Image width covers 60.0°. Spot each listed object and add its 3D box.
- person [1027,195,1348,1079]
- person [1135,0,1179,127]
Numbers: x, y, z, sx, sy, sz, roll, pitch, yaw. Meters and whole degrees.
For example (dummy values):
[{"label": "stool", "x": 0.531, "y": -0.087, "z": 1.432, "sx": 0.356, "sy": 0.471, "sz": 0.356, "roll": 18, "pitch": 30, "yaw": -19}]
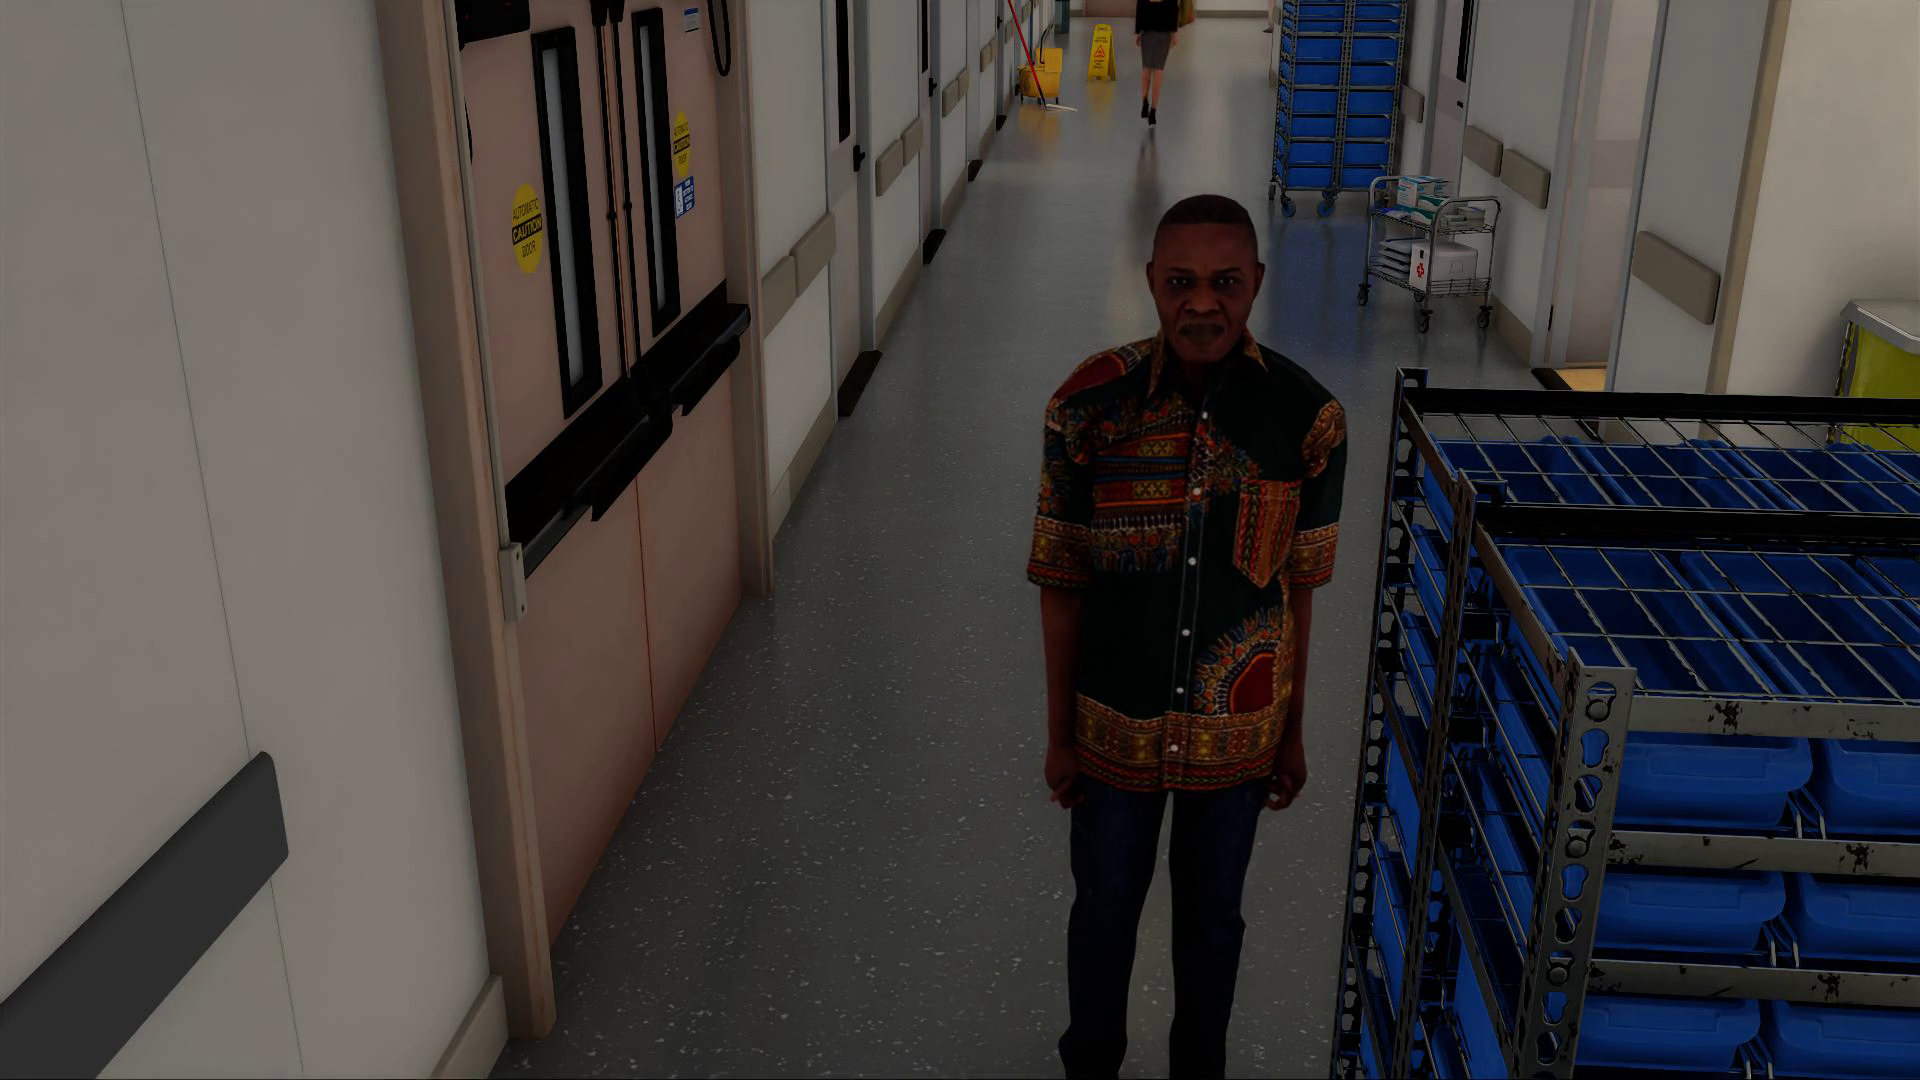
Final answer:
[{"label": "person", "x": 0.385, "y": 0.288, "z": 2.972, "sx": 0.689, "sy": 1.807, "sz": 0.645, "roll": 1, "pitch": 21, "yaw": 2}, {"label": "person", "x": 2.136, "y": -5.444, "z": 18.126, "sx": 0.642, "sy": 1.832, "sz": 0.657, "roll": 5, "pitch": 21, "yaw": 12}]
